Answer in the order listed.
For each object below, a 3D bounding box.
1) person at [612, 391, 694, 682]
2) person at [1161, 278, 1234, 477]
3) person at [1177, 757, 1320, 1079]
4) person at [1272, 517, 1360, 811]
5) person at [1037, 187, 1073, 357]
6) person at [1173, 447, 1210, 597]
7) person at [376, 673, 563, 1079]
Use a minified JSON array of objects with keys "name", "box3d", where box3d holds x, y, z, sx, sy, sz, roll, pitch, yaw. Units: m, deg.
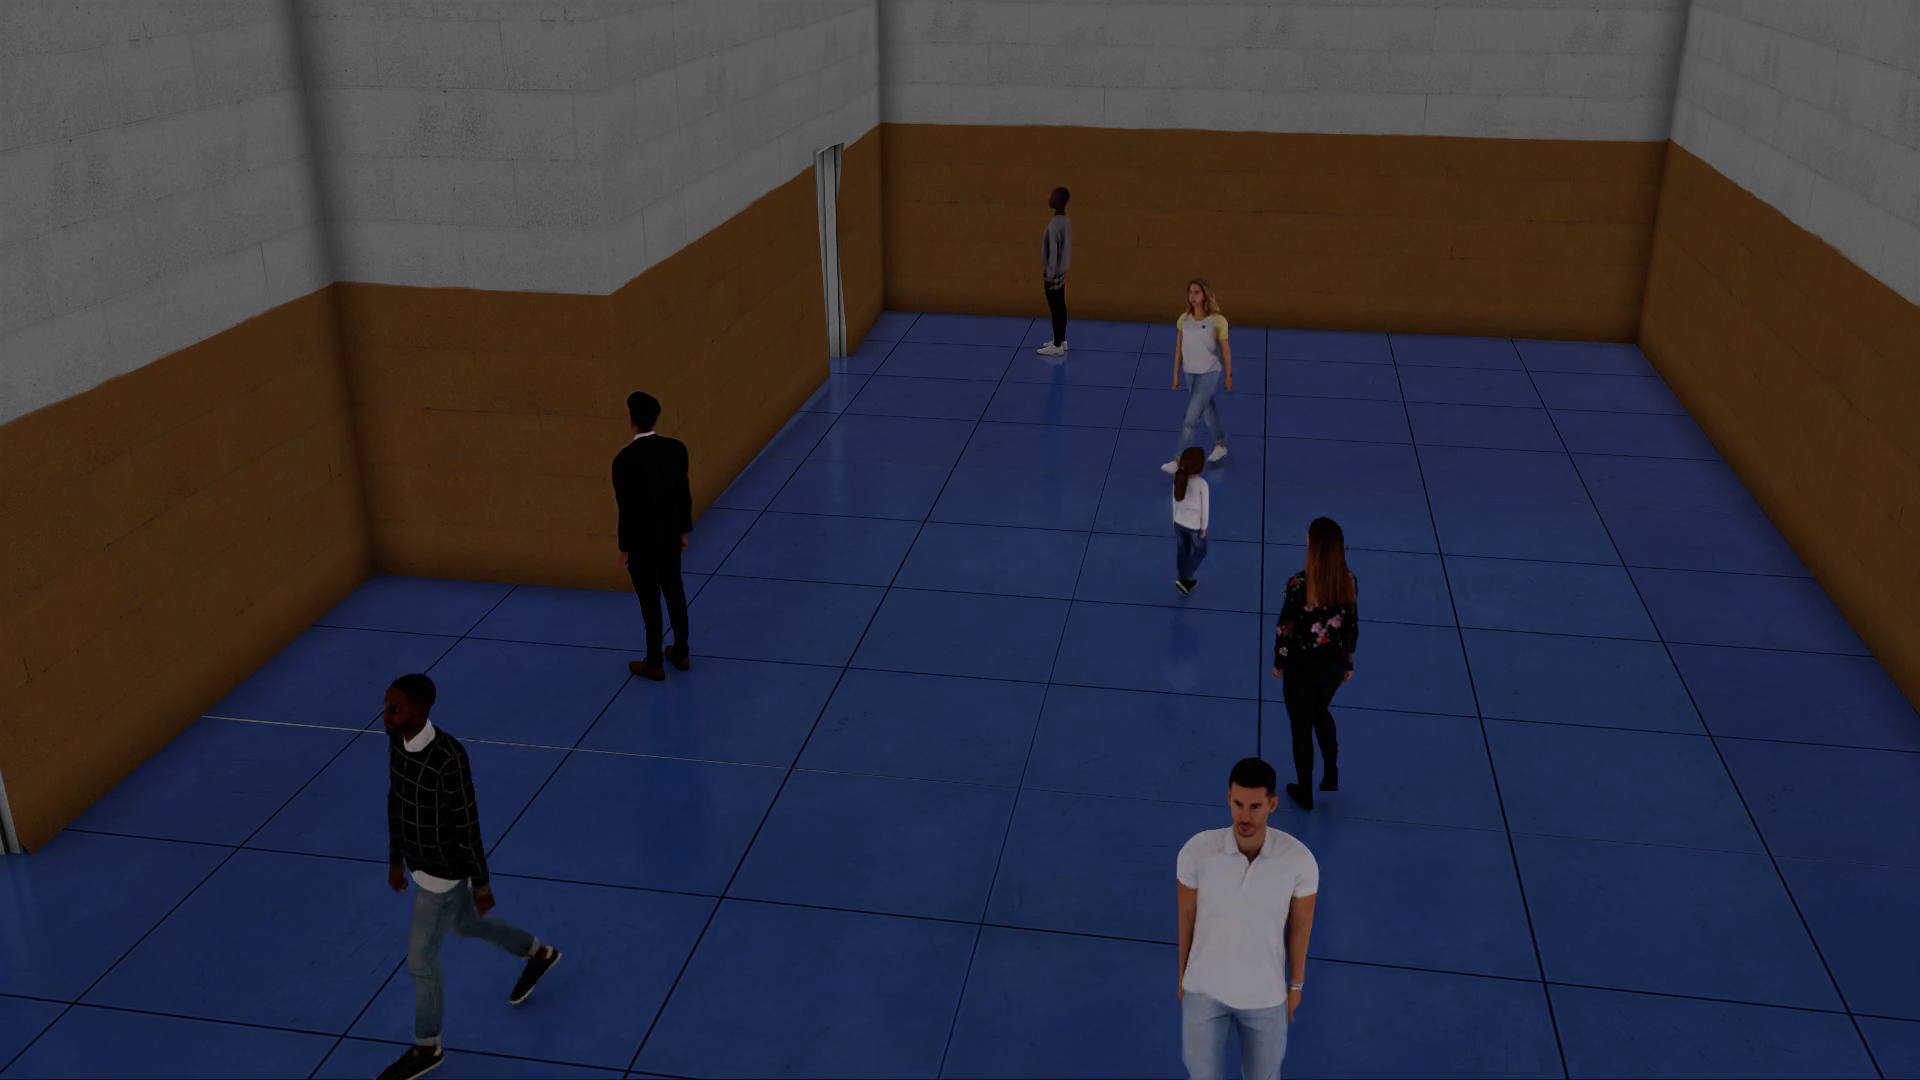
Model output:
[{"name":"person","box3d":[-1.922,-0.026,10.444,0.772,1.884,0.771,20,29,40]},{"name":"person","box3d":[2.091,-1.371,14.089,1.218,1.646,1.105,18,28,37]},{"name":"person","box3d":[1.070,1.644,6.343,0.986,1.842,0.780,6,23,14]},{"name":"person","box3d":[1.941,0.704,8.909,0.669,1.674,0.749,-7,23,-18]},{"name":"person","box3d":[1.029,-2.845,17.611,0.571,1.770,0.645,7,23,17]},{"name":"person","box3d":[1.597,-0.122,11.725,0.616,1.106,0.641,16,27,35]},{"name":"person","box3d":[-2.123,1.363,7.117,1.192,1.787,1.241,-20,30,-41]}]
